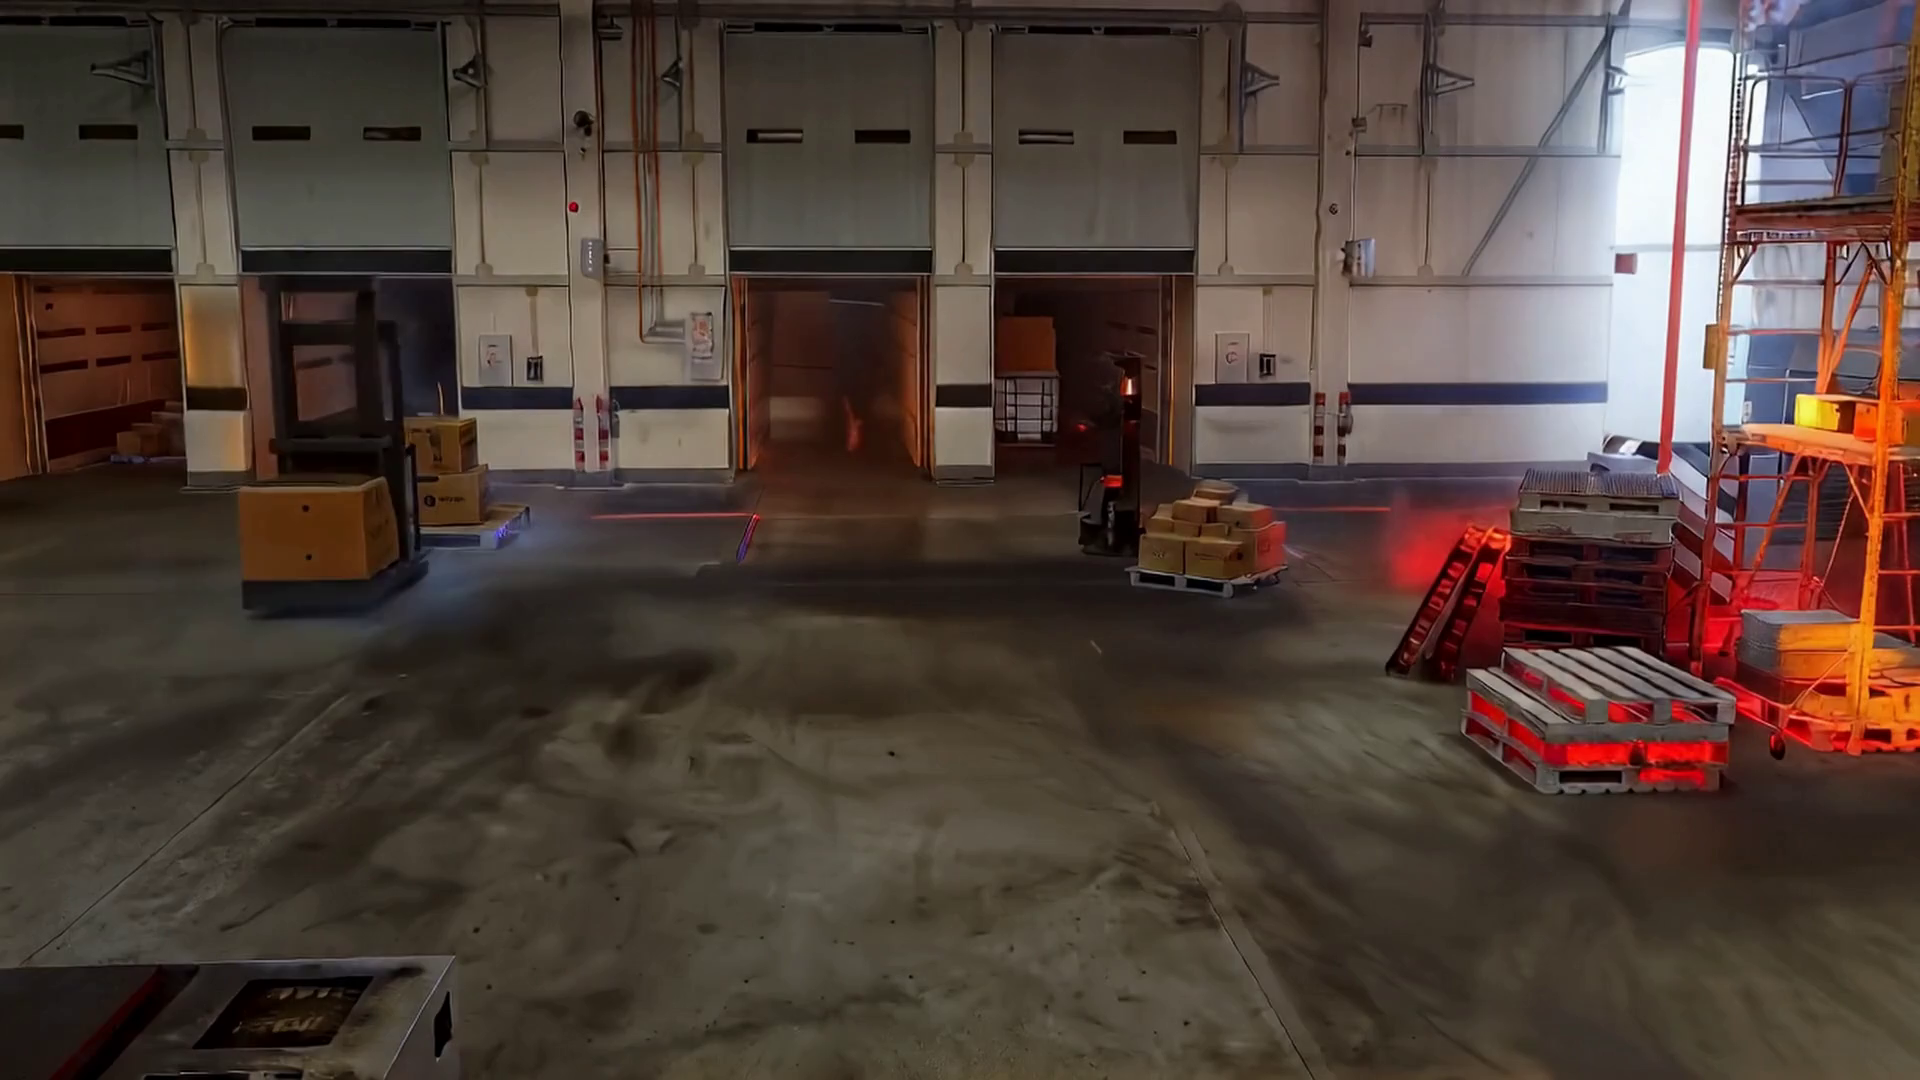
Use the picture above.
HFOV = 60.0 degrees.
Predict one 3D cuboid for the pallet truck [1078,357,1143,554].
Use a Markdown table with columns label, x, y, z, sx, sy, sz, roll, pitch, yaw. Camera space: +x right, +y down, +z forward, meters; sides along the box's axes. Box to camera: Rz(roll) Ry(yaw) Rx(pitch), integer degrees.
| label | x | y | z | sx | sy | sz | roll | pitch | yaw |
| --- | --- | --- | --- | --- | --- | --- | --- | --- | --- |
| pallet truck | 2.088 | -0.836 | 16.757 | 1.885 | 1.965 | 0.823 | 2 | 9 | 13 |

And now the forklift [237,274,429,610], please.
| label | x | y | z | sx | sy | sz | roll | pitch | yaw |
| --- | --- | --- | --- | --- | --- | --- | --- | --- | --- |
| forklift | -5.468 | -0.903 | 14.420 | 1.129 | 2.768 | 1.873 | -1 | 9 | -4 |
